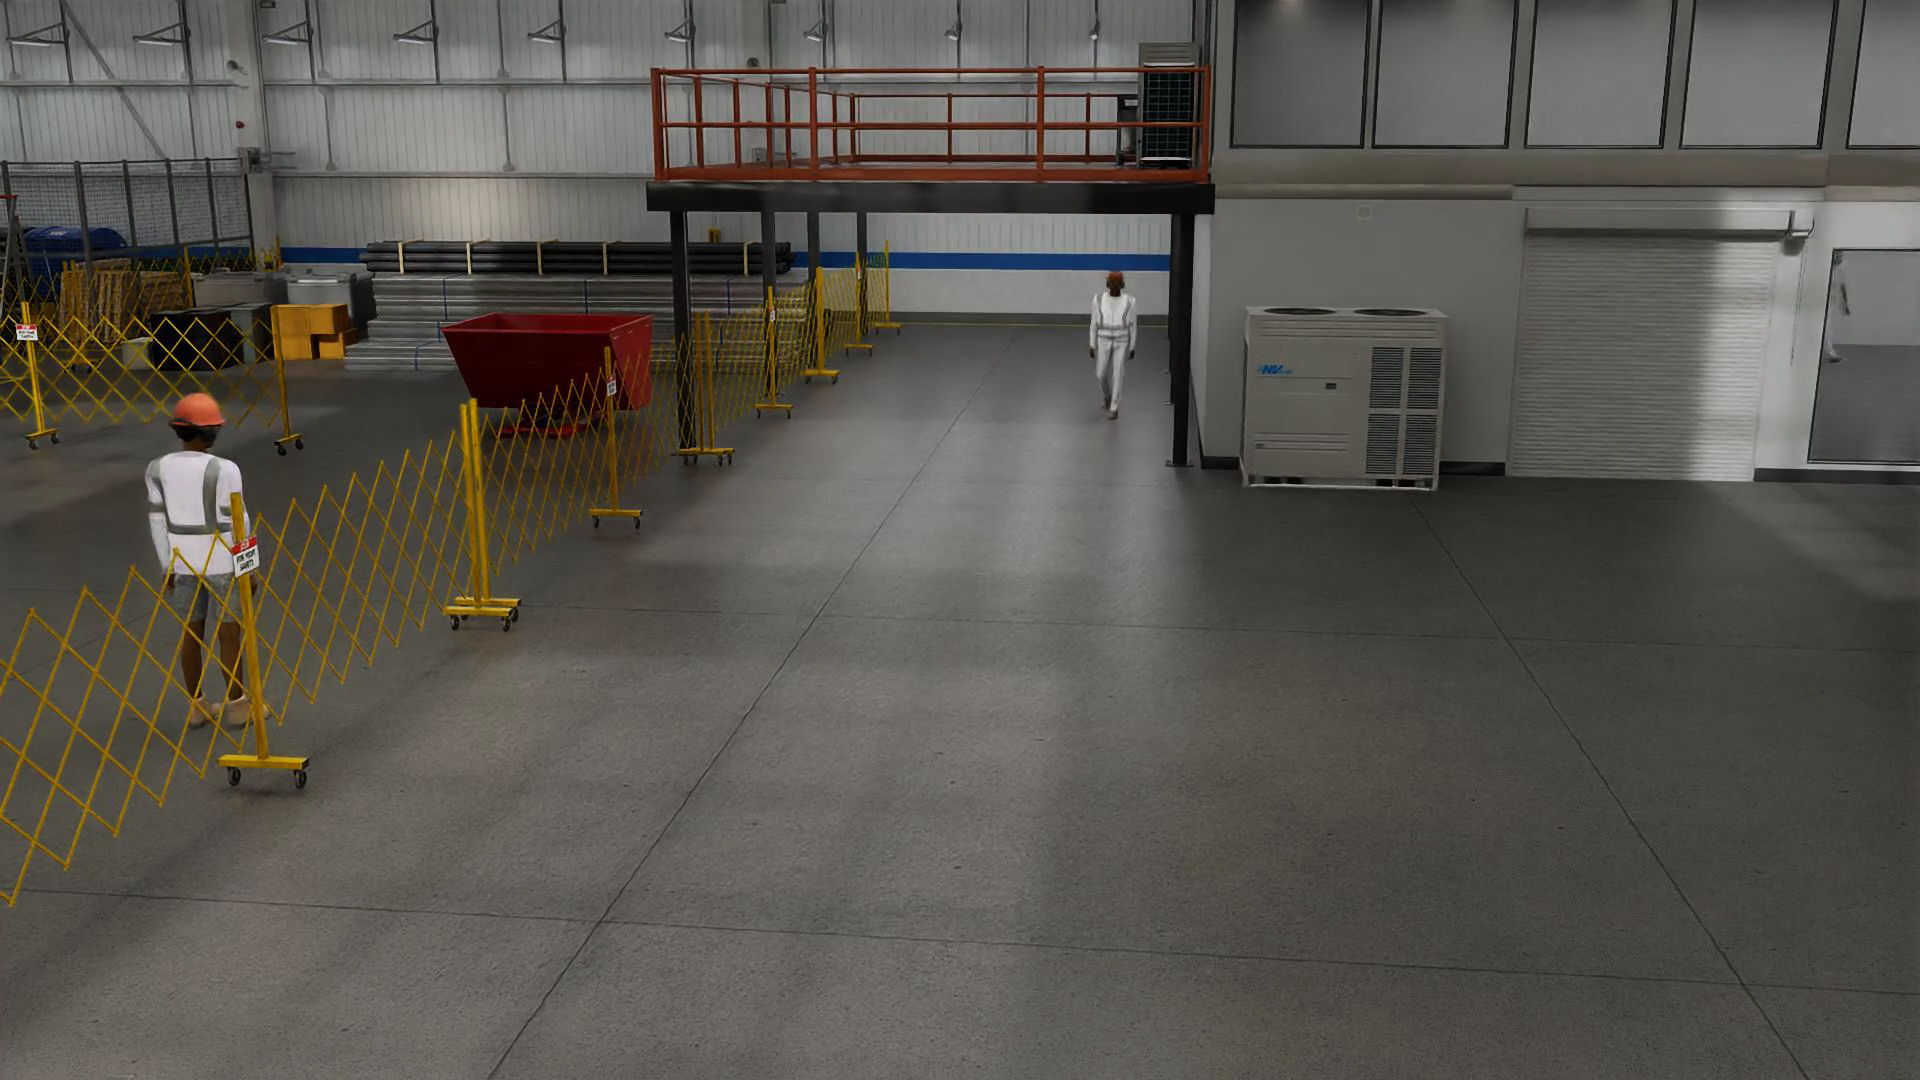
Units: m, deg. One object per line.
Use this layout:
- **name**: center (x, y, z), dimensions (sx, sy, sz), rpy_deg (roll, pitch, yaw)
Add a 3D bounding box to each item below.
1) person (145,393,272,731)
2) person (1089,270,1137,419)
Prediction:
- **person**: center (-4.508, 0.134, 9.990), dimensions (0.615, 2.041, 0.392), rpy_deg (3, 14, 10)
- **person**: center (1.928, -2.459, 20.936), dimensions (0.599, 1.873, 0.424), rpy_deg (2, 14, 10)
